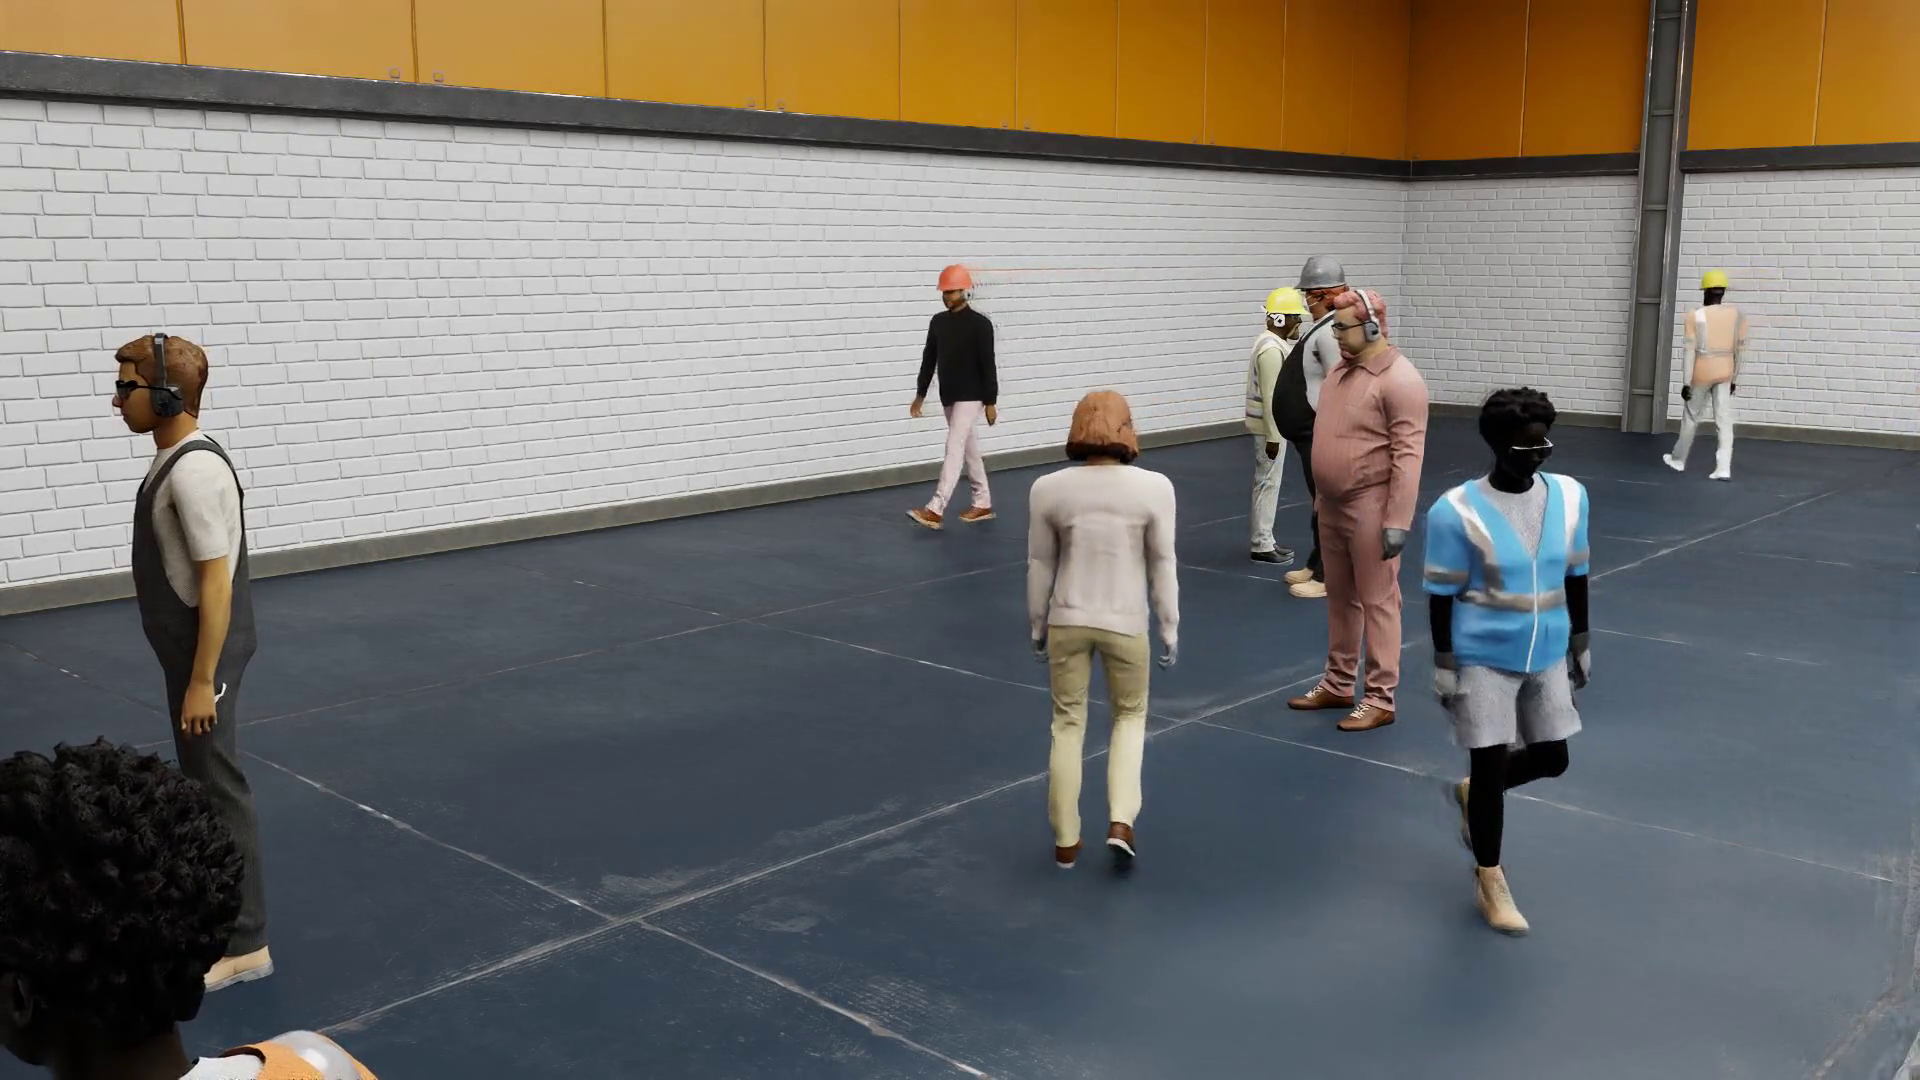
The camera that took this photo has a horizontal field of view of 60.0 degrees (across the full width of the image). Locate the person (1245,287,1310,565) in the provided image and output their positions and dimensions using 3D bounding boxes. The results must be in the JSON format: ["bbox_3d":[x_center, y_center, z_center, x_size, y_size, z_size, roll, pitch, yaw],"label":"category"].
[{"bbox_3d":[2.077,-0.744,10.946,0.403,1.825,0.592,2,10,10],"label":"person"}]

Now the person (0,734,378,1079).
[{"bbox_3d":[-0.663,0.996,1.419,0.320,1.687,0.530,3,10,16],"label":"person"}]

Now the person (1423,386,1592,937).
[{"bbox_3d":[1.648,0.344,5.157,0.566,1.673,0.564,-2,10,-13],"label":"person"}]

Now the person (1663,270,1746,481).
[{"bbox_3d":[6.781,-1.495,15.068,0.615,1.868,1.005,-1,10,-4],"label":"person"}]

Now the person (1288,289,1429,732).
[{"bbox_3d":[1.716,-0.129,7.219,0.402,1.901,0.638,-4,11,-19],"label":"person"}]

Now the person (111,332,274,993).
[{"bbox_3d":[-2.158,0.344,4.676,0.332,1.844,0.517,-5,11,-28],"label":"person"}]

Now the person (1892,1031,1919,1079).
[{"bbox_3d":[2.009,0.647,2.858,0.653,1.881,1.037,-1,10,-6],"label":"person"}]

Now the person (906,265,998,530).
[{"bbox_3d":[-0.092,-1.056,12.375,1.009,1.940,0.619,-8,13,-39],"label":"person"}]

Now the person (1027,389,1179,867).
[{"bbox_3d":[0.472,0.304,5.573,0.527,1.608,0.415,2,10,13],"label":"person"}]

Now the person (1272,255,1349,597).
[{"bbox_3d":[2.135,-0.681,9.958,0.536,2.000,0.681,2,10,10],"label":"person"}]
